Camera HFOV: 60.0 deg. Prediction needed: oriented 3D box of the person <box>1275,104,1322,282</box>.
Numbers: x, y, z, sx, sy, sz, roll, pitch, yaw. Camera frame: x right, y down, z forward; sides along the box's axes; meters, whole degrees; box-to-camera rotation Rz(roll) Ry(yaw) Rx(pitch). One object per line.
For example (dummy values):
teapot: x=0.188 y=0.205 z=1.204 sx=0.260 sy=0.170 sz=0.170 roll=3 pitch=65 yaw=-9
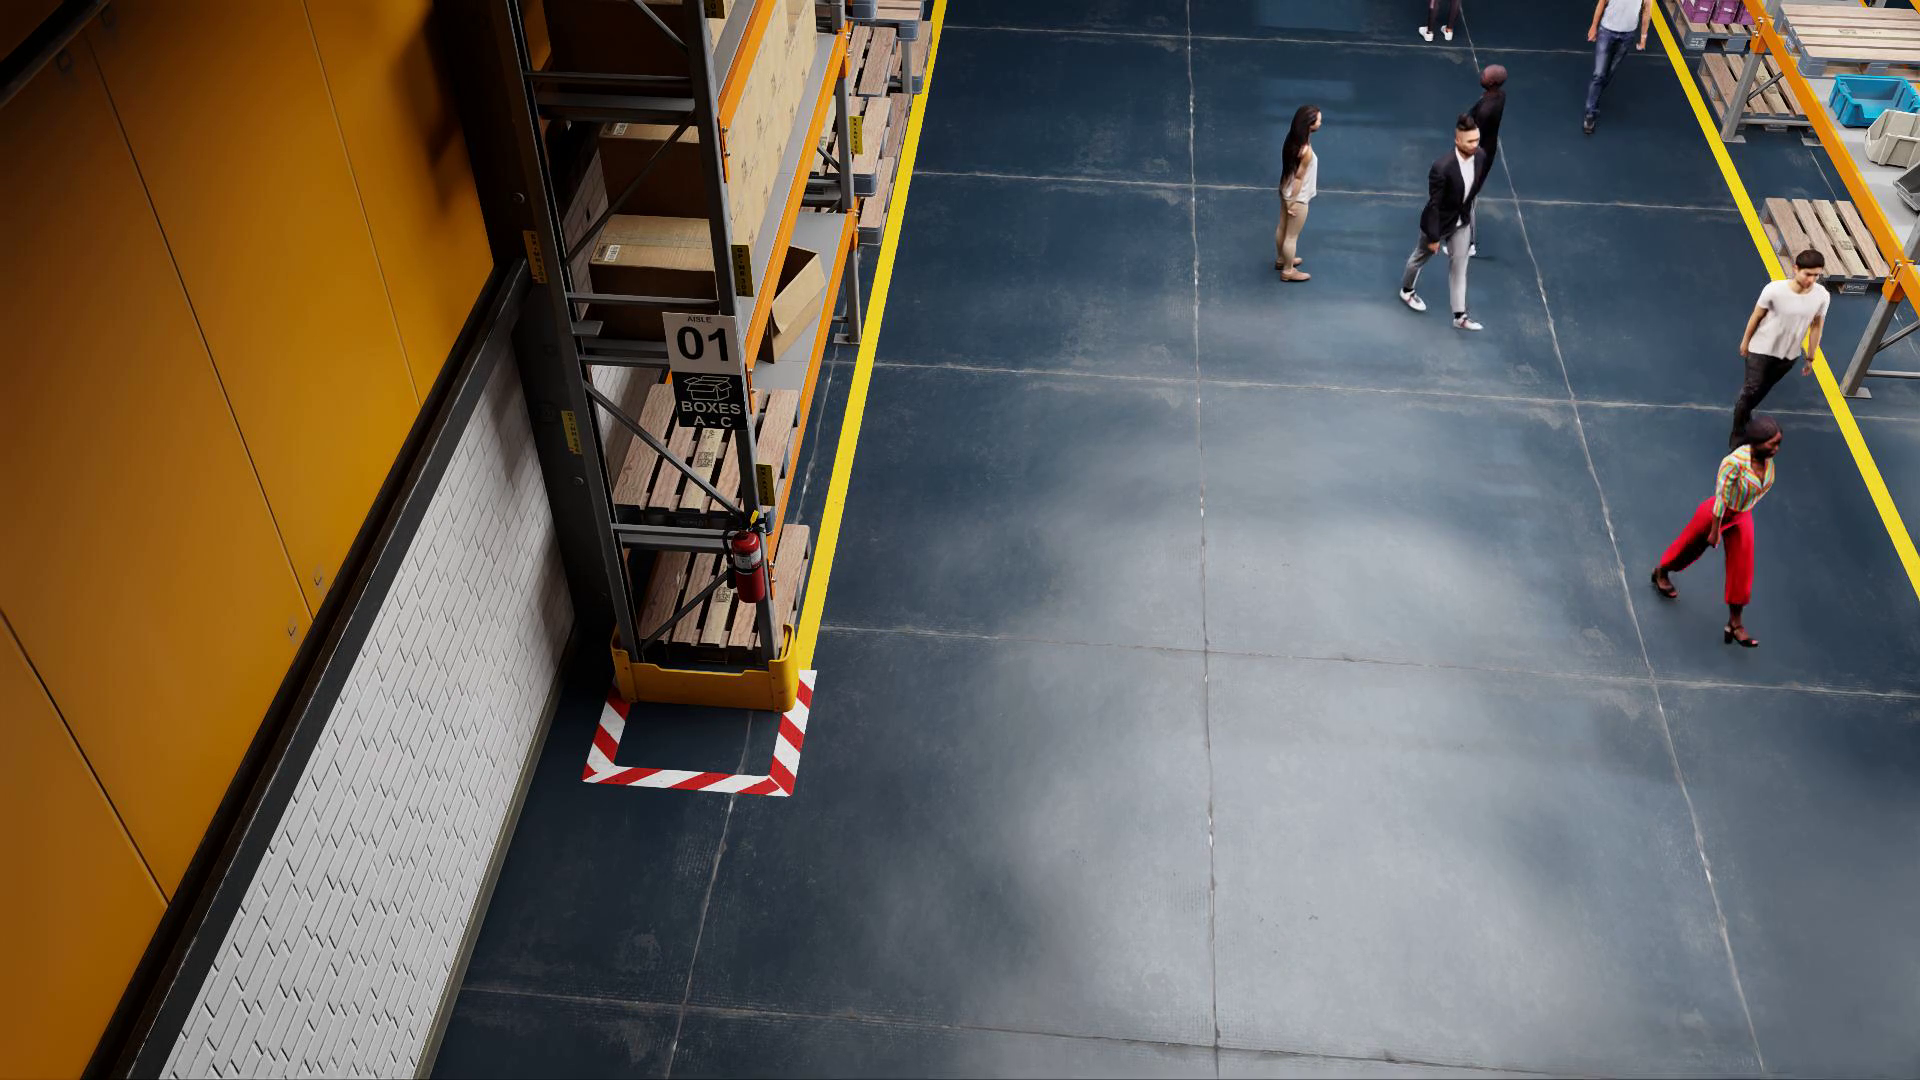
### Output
person: x=2.827 y=-2.940 z=14.093 sx=0.672 sy=1.652 sz=0.611 roll=-26 pitch=50 yaw=-25

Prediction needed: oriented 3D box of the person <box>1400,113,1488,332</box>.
person: x=3.913 y=-2.684 z=13.631 sx=1.070 sy=1.919 sz=1.233 roll=-19 pitch=47 yaw=-19

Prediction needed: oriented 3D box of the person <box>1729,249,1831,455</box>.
person: x=6.152 y=-1.509 z=12.557 sx=0.658 sy=1.699 sz=0.821 roll=5 pitch=44 yaw=5

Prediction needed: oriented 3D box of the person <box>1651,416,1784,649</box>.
person: x=5.015 y=-0.156 z=11.106 sx=0.984 sy=1.742 sz=1.206 roll=-19 pitch=47 yaw=-19

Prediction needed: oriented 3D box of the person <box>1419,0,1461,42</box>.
person: x=5.133 y=-6.001 z=17.307 sx=0.600 sy=1.650 sz=0.587 roll=-6 pitch=44 yaw=-6

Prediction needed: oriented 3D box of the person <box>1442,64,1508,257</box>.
person: x=4.492 y=-3.291 z=14.372 sx=0.819 sy=1.775 sz=0.717 roll=22 pitch=48 yaw=22

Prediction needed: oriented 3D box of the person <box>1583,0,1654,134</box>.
person: x=6.330 y=-4.956 z=16.071 sx=0.644 sy=1.843 sz=0.910 roll=2 pitch=44 yaw=2
